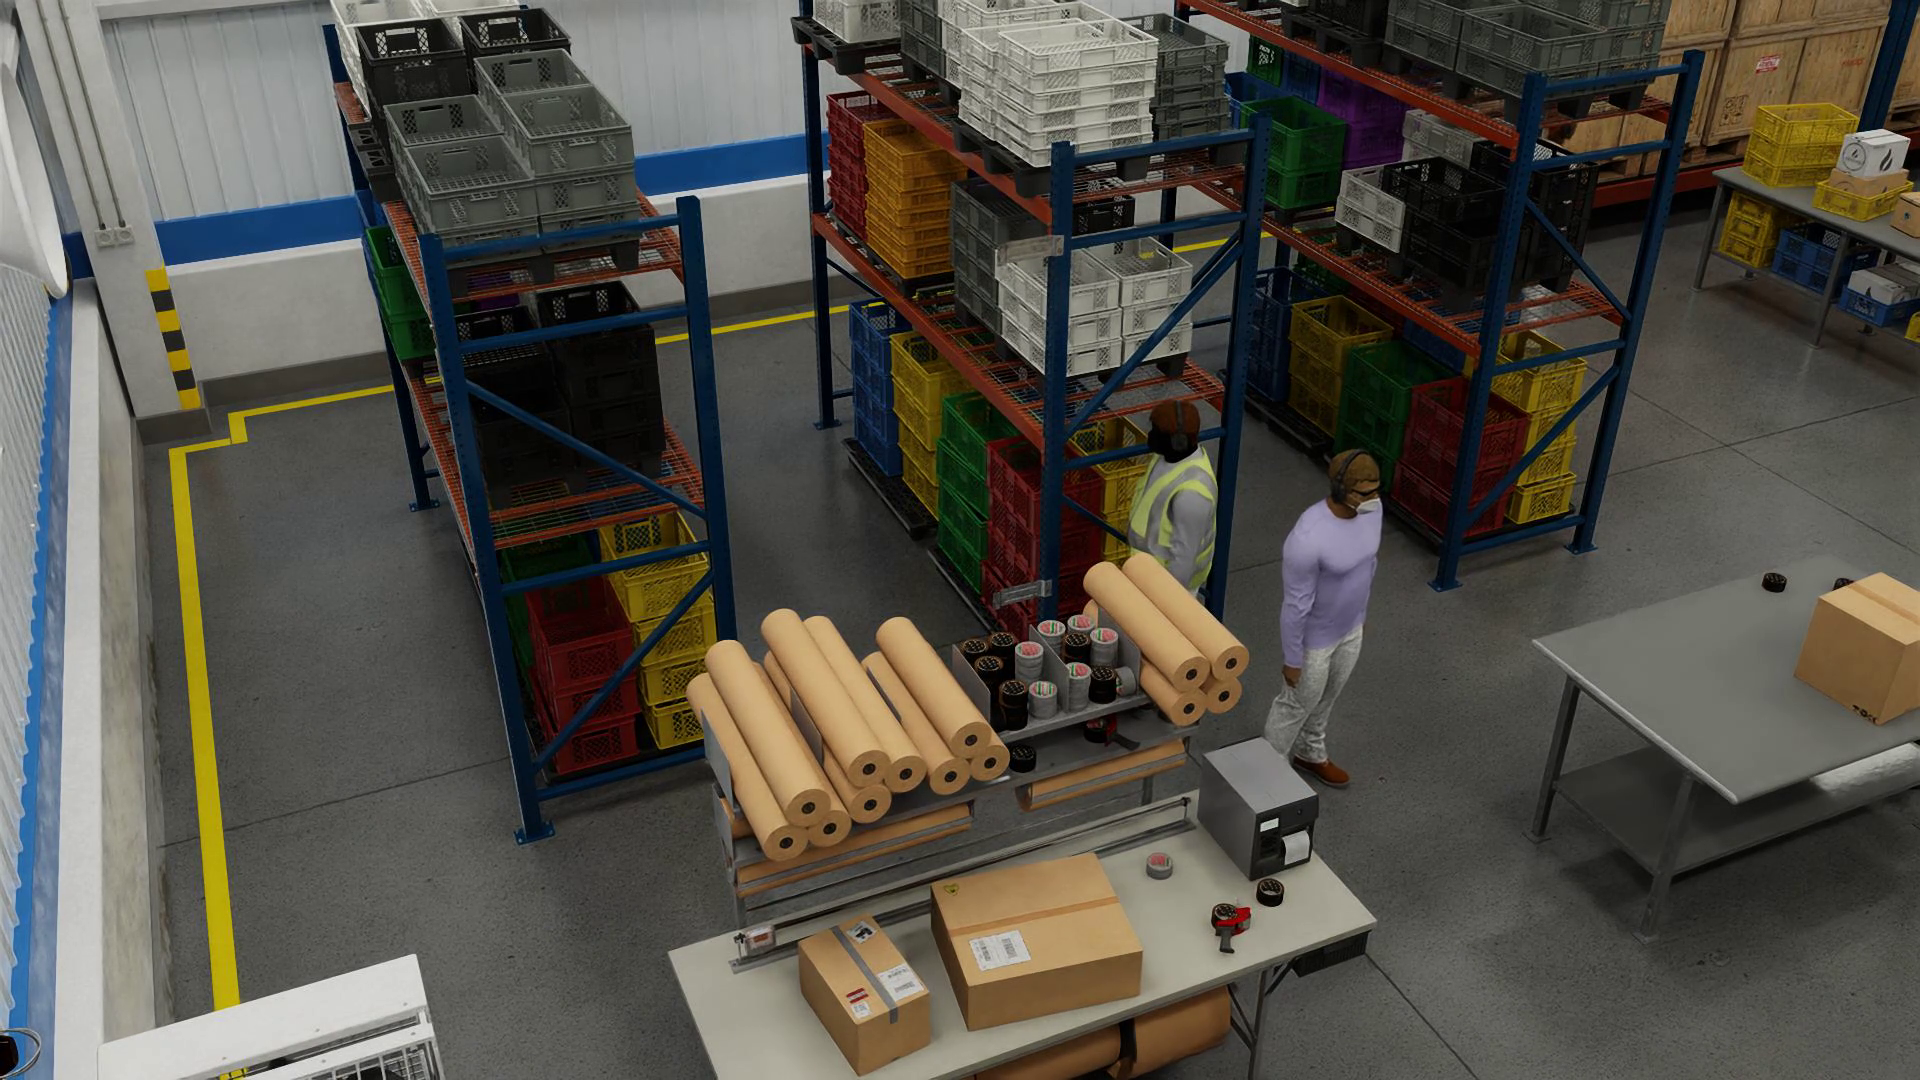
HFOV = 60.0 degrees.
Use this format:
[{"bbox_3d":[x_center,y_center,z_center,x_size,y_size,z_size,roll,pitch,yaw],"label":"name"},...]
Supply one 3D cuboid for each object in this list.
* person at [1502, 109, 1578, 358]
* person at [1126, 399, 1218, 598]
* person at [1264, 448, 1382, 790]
[{"bbox_3d":[4.199,-2.253,12.075,0.337,1.883,0.584,-11,33,-17],"label":"person"},{"bbox_3d":[1.030,0.138,8.246,0.429,1.837,0.629,-1,32,-2],"label":"person"},{"bbox_3d":[1.681,0.423,7.687,0.628,1.931,0.358,-26,40,-36],"label":"person"}]
